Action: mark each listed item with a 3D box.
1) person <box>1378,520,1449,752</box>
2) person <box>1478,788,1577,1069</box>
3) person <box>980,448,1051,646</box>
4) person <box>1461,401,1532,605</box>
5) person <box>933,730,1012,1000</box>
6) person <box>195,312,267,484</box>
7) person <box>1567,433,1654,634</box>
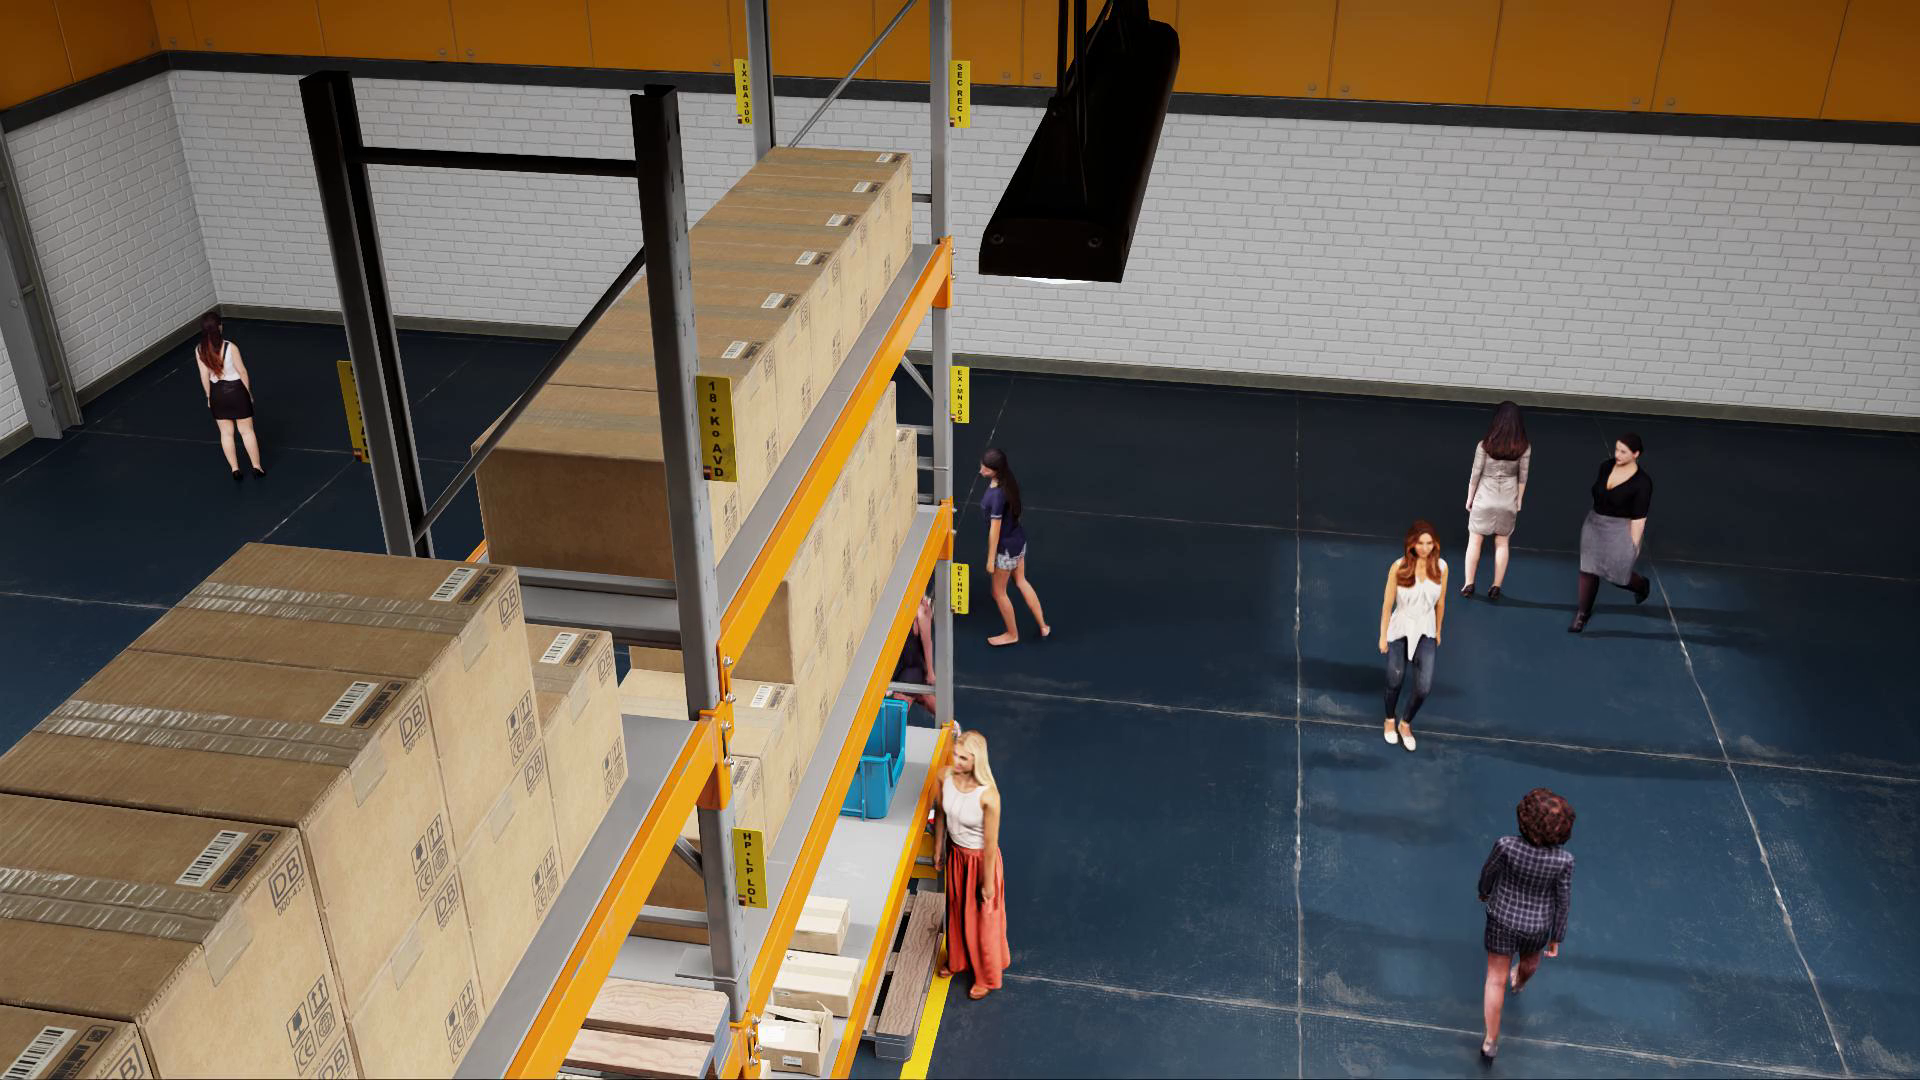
[{"bbox_3d":[3.142,0.621,11.682,0.650,1.774,0.645,1,29,1],"label":"person"},{"bbox_3d":[3.010,2.149,9.001,0.713,1.659,1.052,9,30,15],"label":"person"},{"bbox_3d":[0.398,0.062,12.755,0.807,1.728,0.737,16,32,26],"label":"person"},{"bbox_3d":[4.312,-0.297,13.396,0.576,1.745,0.501,4,29,8],"label":"person"},{"bbox_3d":[0.069,1.824,9.449,0.732,1.800,0.767,25,37,38],"label":"person"},{"bbox_3d":[-6.750,-1.309,15.349,0.623,1.650,0.624,-6,29,-10],"label":"person"},{"bbox_3d":[5.149,-0.048,12.947,1.016,1.738,1.002,-13,31,-23],"label":"person"}]
